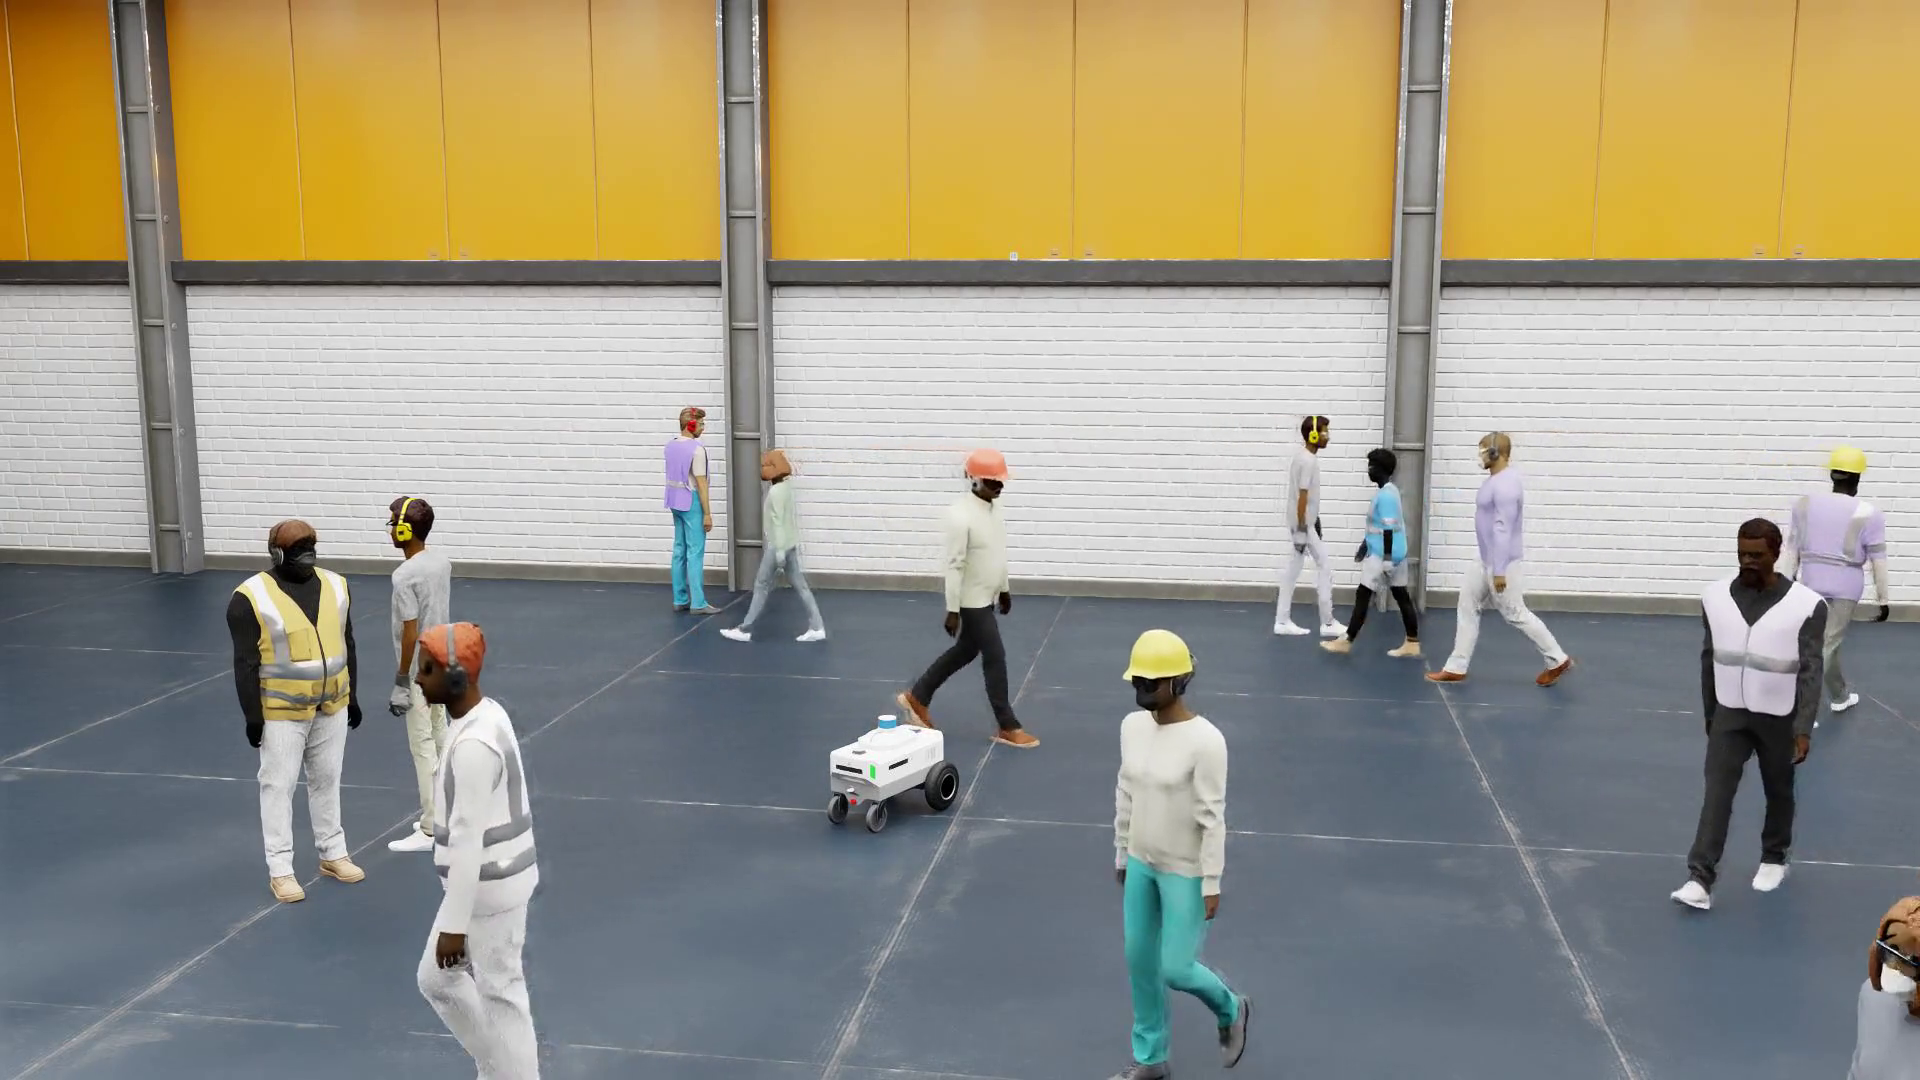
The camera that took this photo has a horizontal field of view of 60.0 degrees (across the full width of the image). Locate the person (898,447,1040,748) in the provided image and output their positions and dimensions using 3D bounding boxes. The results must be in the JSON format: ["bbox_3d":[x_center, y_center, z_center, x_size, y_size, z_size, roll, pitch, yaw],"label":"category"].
[{"bbox_3d":[0.031,0.348,10.676,0.960,1.947,0.664,5,10,26],"label":"person"}]

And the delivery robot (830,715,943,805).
[{"bbox_3d":[-0.404,1.220,9.255,0.477,0.478,0.707,6,11,34],"label":"delivery robot"}]

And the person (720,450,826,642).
[{"bbox_3d":[-1.500,0.056,13.544,0.874,1.581,0.522,1,9,7],"label":"person"}]

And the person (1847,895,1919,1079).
[{"bbox_3d":[2.192,1.599,3.880,0.330,1.620,0.532,-1,9,-6],"label":"person"}]

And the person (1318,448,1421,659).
[{"bbox_3d":[3.230,0.110,12.995,0.867,1.645,0.543,3,10,17],"label":"person"}]

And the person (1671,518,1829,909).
[{"bbox_3d":[3.778,0.828,7.925,0.994,1.865,0.614,-9,13,-44],"label":"person"}]

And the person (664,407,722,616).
[{"bbox_3d":[-2.393,-0.249,14.657,0.389,1.837,0.563,-8,12,-42],"label":"person"}]

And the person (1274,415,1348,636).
[{"bbox_3d":[2.986,-0.105,13.754,0.795,1.839,0.563,1,9,5],"label":"person"}]

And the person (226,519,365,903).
[{"bbox_3d":[-3.200,0.811,8.107,0.429,1.844,0.625,7,12,37],"label":"person"}]

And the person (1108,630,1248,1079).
[{"bbox_3d":[0.798,1.178,6.118,0.488,1.748,0.536,-7,12,-37],"label":"person"}]

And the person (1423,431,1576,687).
[{"bbox_3d":[3.974,0.150,12.073,1.014,1.893,0.650,1,9,8],"label":"person"}]

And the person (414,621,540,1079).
[{"bbox_3d":[-1.646,1.197,5.652,0.461,1.871,0.596,-3,10,-20],"label":"person"}]

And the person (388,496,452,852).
[{"bbox_3d":[-2.834,0.698,8.717,0.328,1.872,0.514,1,9,7],"label":"person"}]

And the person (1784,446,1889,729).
[{"bbox_3d":[5.849,0.311,11.102,1.012,1.872,0.610,-7,11,-35],"label":"person"}]
